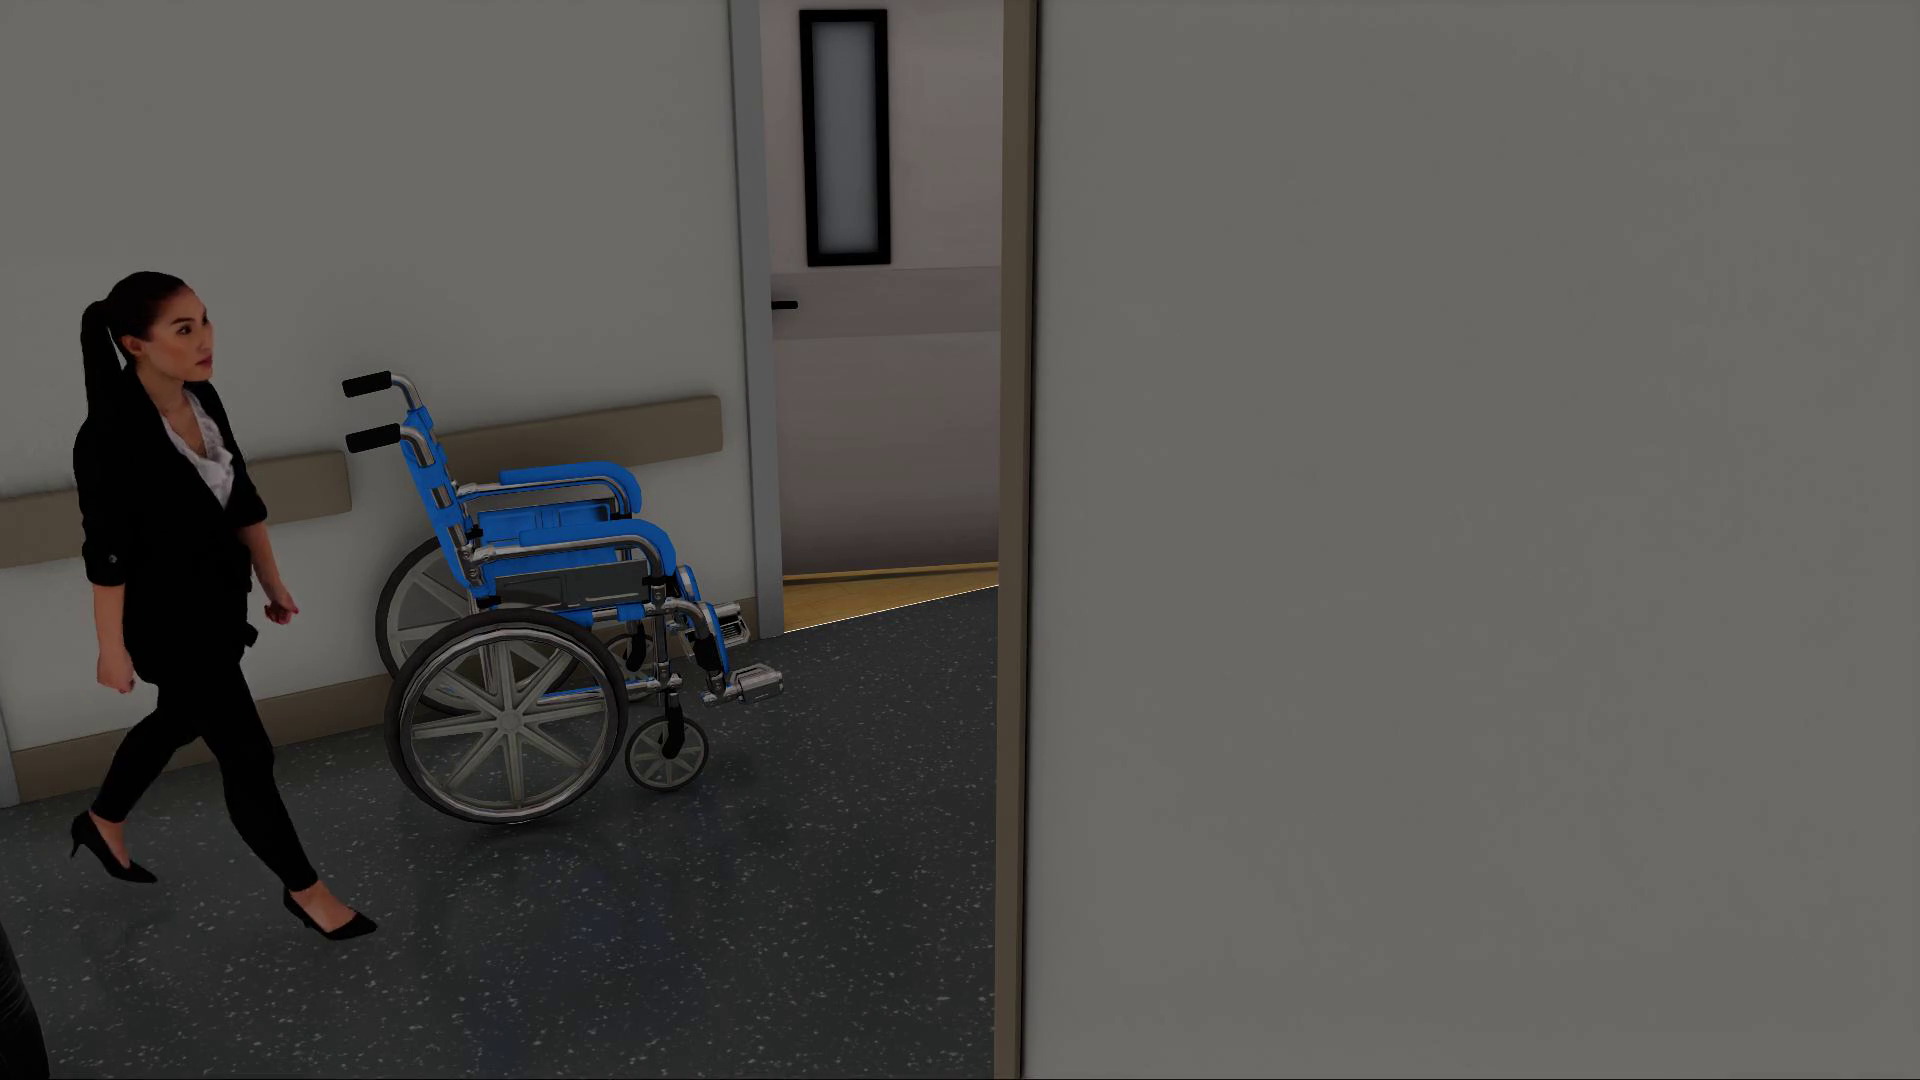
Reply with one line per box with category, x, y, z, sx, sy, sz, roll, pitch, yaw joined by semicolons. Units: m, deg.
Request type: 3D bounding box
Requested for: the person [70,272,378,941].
person;-1.878;0.198;3.880;1.159;1.622;1.032;2;21;7
